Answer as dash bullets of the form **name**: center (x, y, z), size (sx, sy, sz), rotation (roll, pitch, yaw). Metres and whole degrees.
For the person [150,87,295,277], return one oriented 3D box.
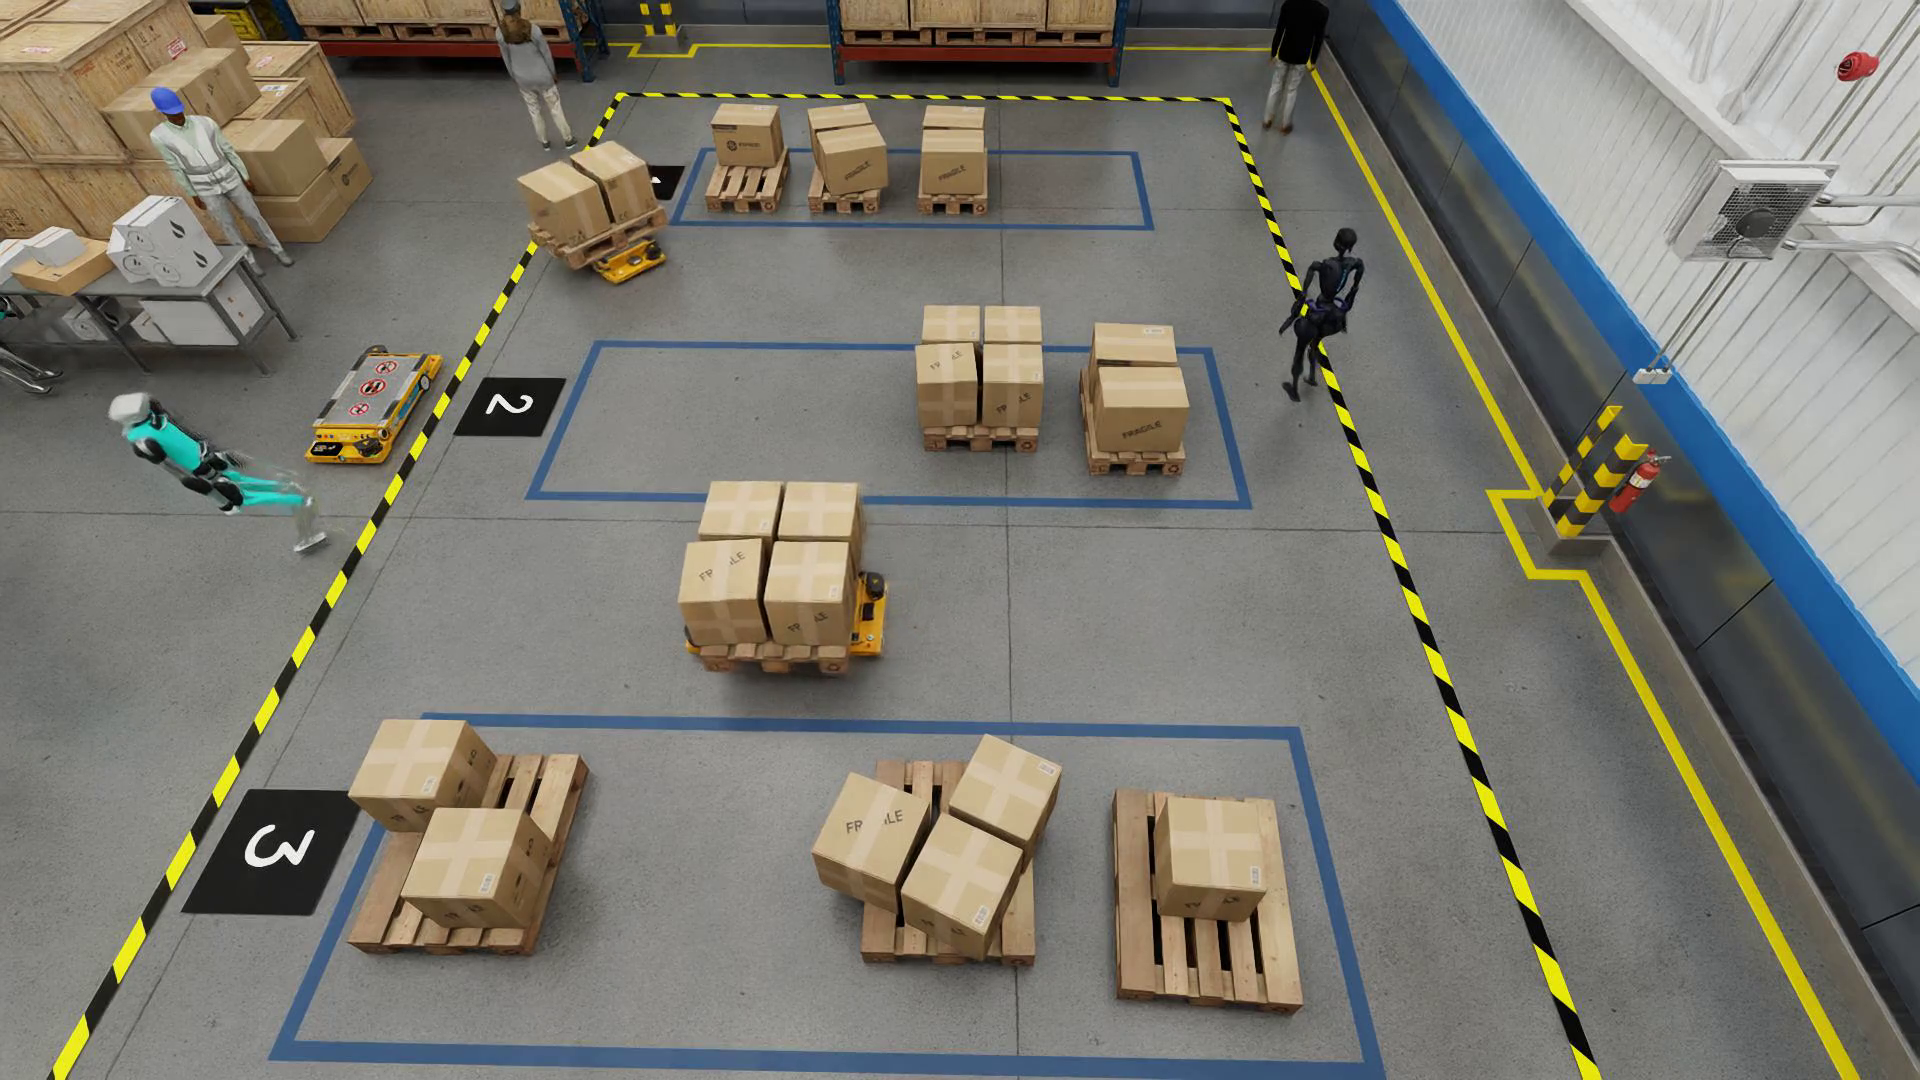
- **person**: center (-7.559, -3.629, 9.347), size (0.407, 1.939, 0.601), rotation (36, 59, 26)

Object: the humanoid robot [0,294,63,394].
- **humanoid robot**: center (-8.744, -2.019, 8.028), size (0.735, 1.673, 0.533), rotation (-6, 50, -5)

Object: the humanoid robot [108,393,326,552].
- **humanoid robot**: center (-5.277, -0.448, 6.805), size (0.811, 1.797, 0.565), rotation (-23, 54, -18)

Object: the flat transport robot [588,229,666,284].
- **flat transport robot**: center (-3.975, -3.321, 10.159), size (1.431, 0.197, 0.652), rotation (34, 58, 25)

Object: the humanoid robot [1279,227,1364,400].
- **humanoid robot**: center (3.181, -1.971, 8.115), size (0.615, 1.644, 0.358), rotation (-9, 50, -7)

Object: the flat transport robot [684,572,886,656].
- **flat transport robot**: center (-1.294, 0.538, 6.893), size (1.431, 0.197, 0.652), rotation (1, 50, 1)

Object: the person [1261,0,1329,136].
- **person**: center (4.166, -6.040, 11.420), size (0.589, 1.882, 0.382), rotation (23, 54, 19)

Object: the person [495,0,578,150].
- **person**: center (-5.195, -5.654, 11.167), size (0.564, 1.769, 0.395), rotation (-4, 50, -3)

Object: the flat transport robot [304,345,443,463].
- **flat transport robot**: center (-5.383, -1.269, 8.441), size (0.659, 0.231, 1.431), rotation (1, 50, 1)
